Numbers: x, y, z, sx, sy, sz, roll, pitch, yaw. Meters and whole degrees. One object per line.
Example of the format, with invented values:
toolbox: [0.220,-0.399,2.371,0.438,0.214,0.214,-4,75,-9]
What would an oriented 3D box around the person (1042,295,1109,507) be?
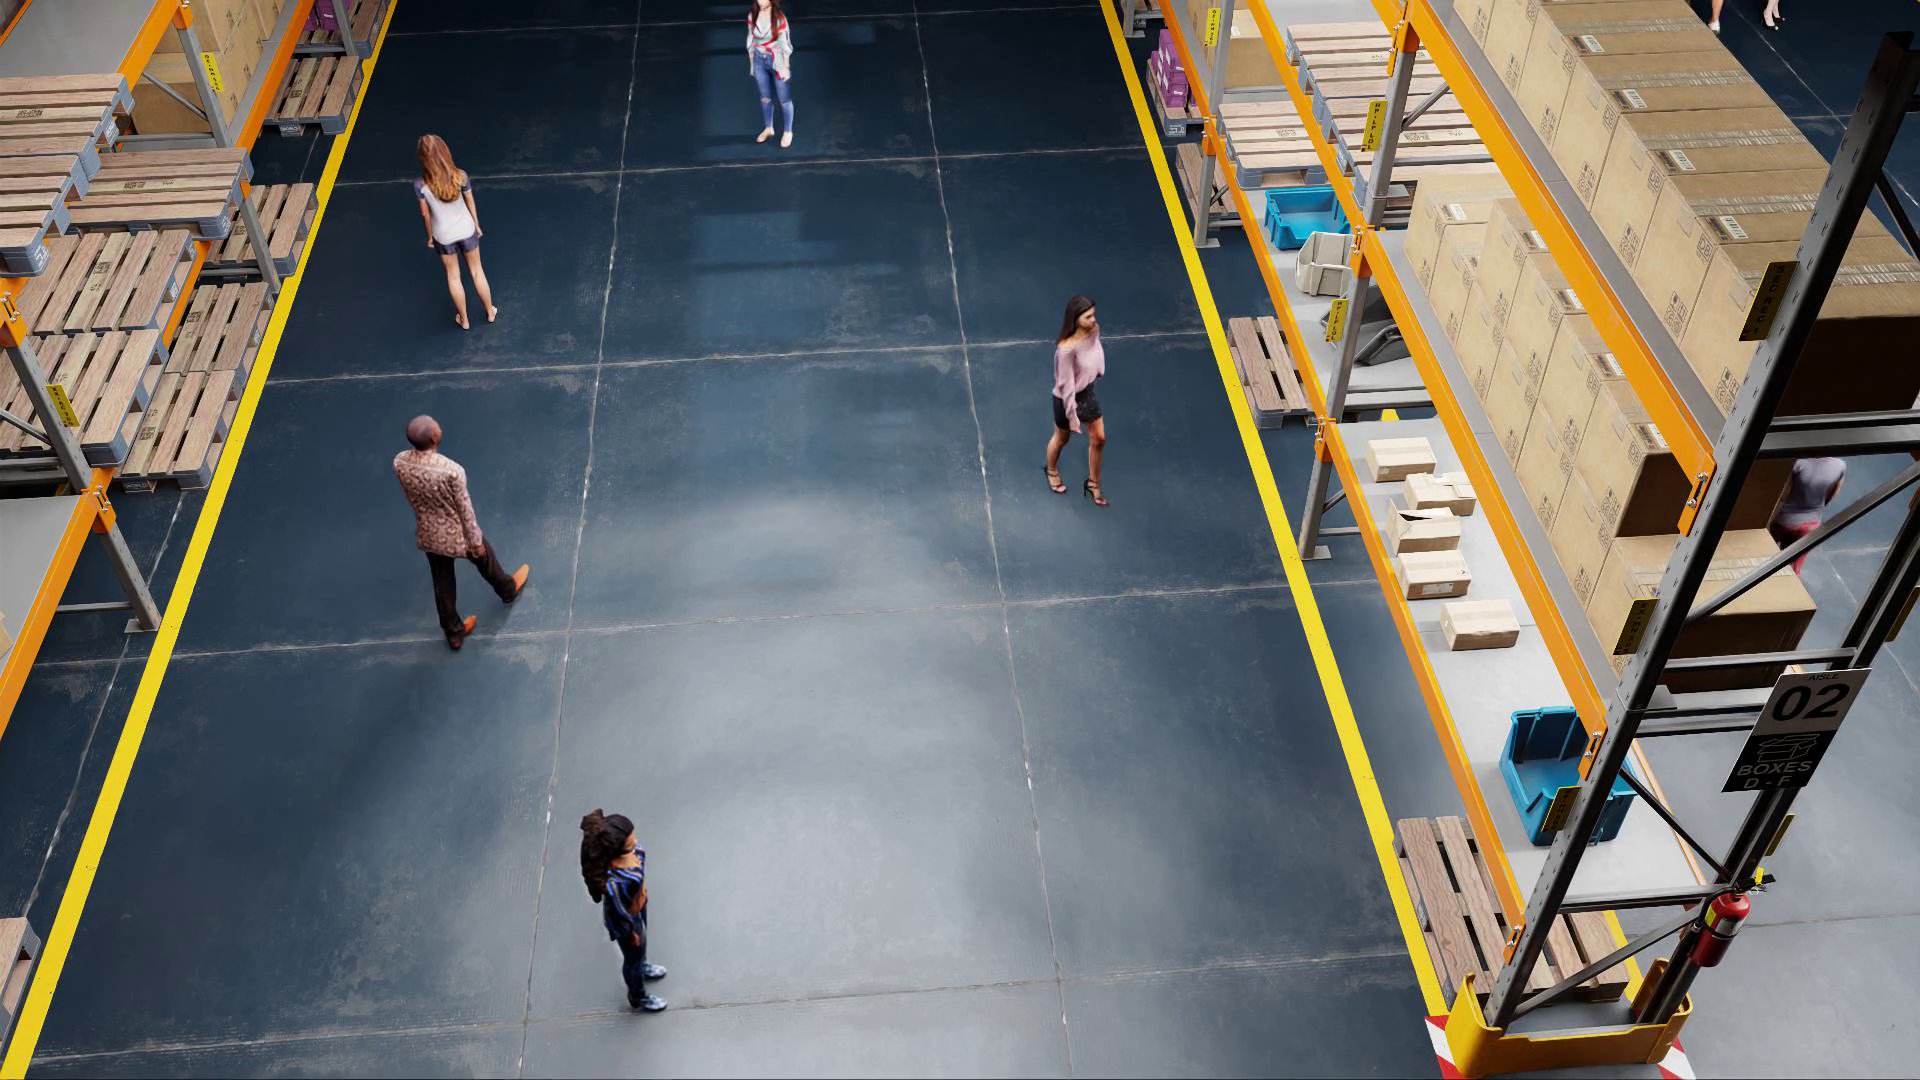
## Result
person: [0.735,-1.012,11.857,0.859,1.792,0.928,-34,53,-31]

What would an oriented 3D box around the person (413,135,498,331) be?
person: [-4.087,-2.473,13.440,0.664,1.725,0.649,-17,46,-17]

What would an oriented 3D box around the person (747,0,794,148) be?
person: [-1.767,-4.475,15.623,0.662,1.611,0.641,14,45,14]

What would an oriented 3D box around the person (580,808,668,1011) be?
person: [-1.773,1.965,8.854,0.649,1.624,0.467,-3,44,-4]

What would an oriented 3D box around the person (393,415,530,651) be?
person: [-3.360,0.003,10.801,0.957,1.779,1.145,11,45,12]
